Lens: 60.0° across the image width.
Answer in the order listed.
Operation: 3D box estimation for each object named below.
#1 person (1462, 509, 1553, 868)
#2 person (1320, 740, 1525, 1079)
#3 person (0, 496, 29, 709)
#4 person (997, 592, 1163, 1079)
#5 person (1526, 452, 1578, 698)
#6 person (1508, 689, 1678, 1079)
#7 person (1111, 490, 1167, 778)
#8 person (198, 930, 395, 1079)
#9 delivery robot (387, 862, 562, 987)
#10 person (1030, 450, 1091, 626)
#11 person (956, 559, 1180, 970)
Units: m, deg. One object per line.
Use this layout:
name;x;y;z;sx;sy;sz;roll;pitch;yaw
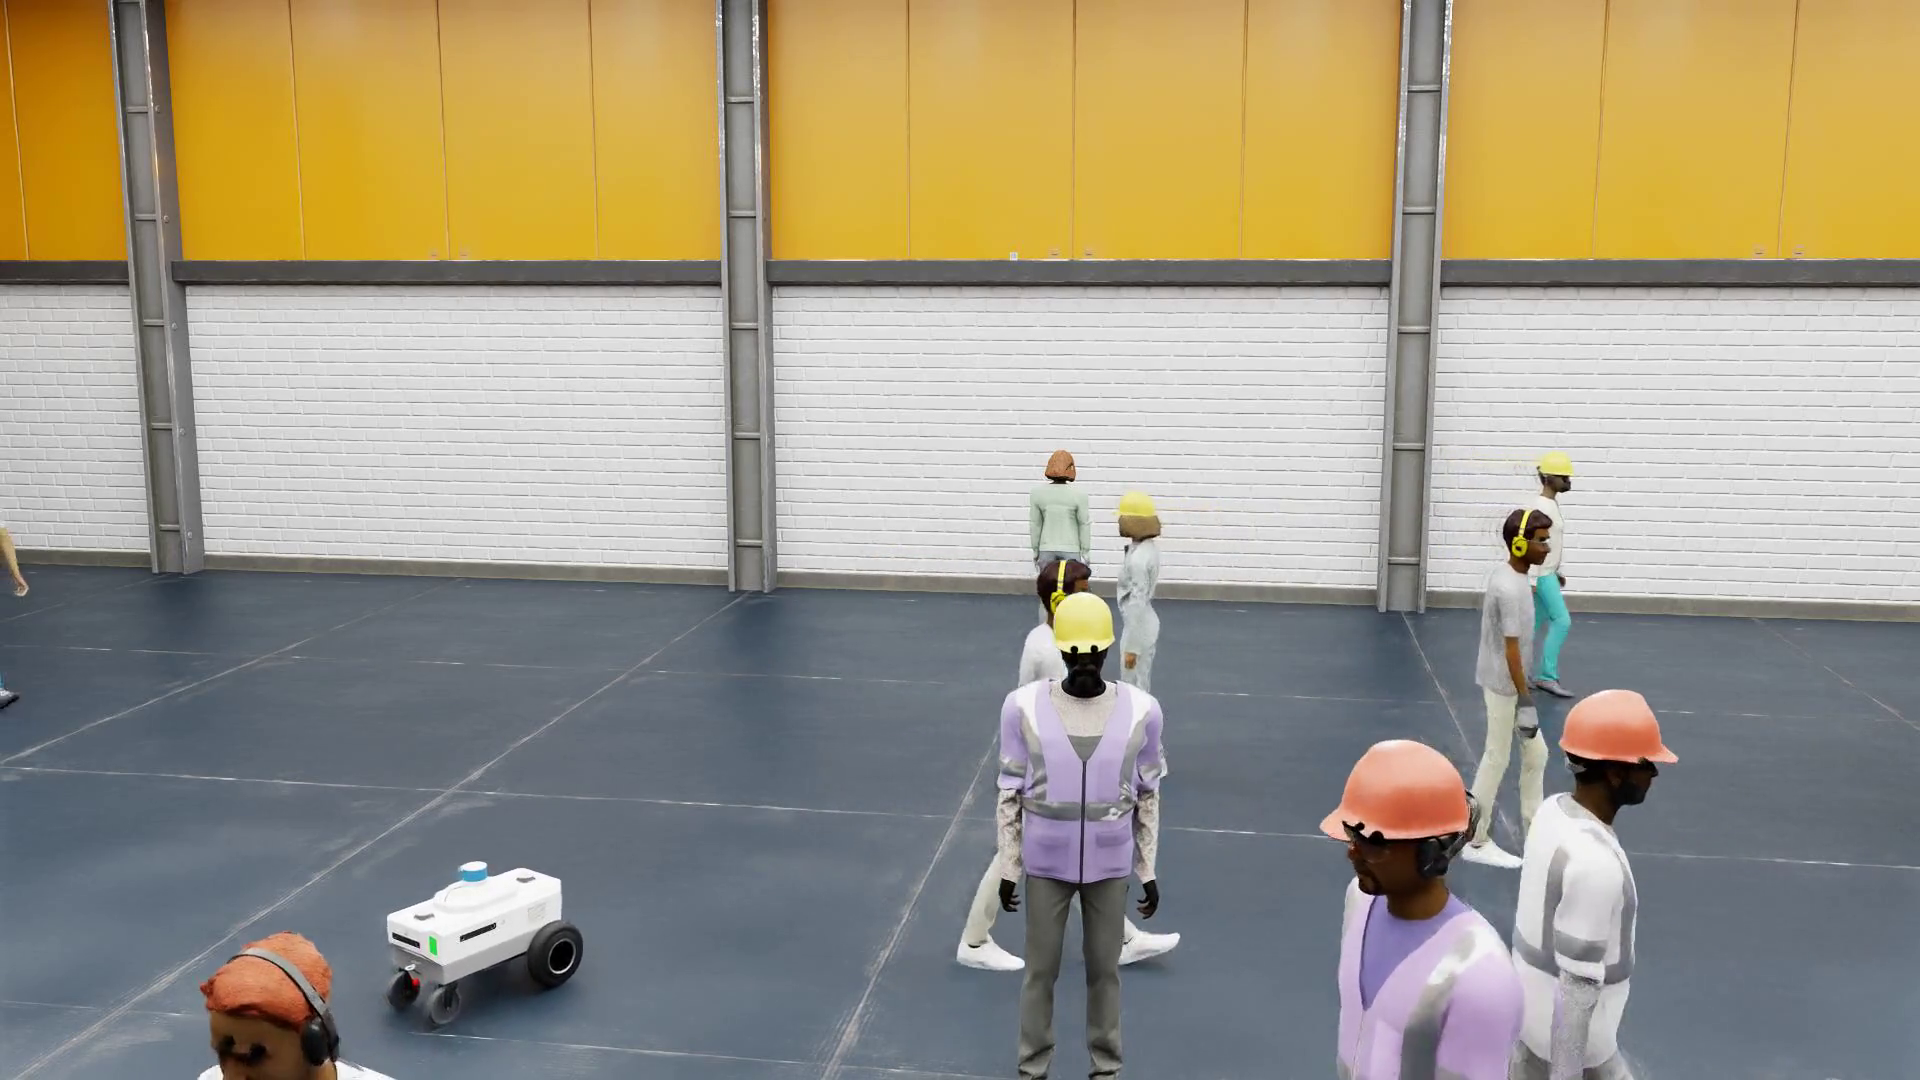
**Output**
person;2.887;0.766;8.341;0.691;1.849;0.567;4;10;22
person;0.870;1.438;3.682;0.824;2.018;0.637;-3;10;-18
person;-6.827;0.280;11.526;0.973;1.795;0.575;4;10;24
person;0.423;1.130;5.873;0.584;1.929;0.371;0;9;-2
person;4.227;0.250;11.857;0.617;1.745;0.564;4;10;26
person;1.645;1.338;4.689;0.953;1.904;0.545;1;9;5
person;1.050;0.565;9.957;0.330;1.751;0.490;2;9;11
person;-1.188;1.604;3.160;0.601;1.866;0.426;4;10;25
delivery robot;-2.021;1.592;6.958;0.477;0.478;0.707;7;11;36
person;0.792;0.106;13.093;0.497;1.633;0.285;3;10;20
person;0.439;0.983;7.117;0.991;1.817;0.505;1;9;7
